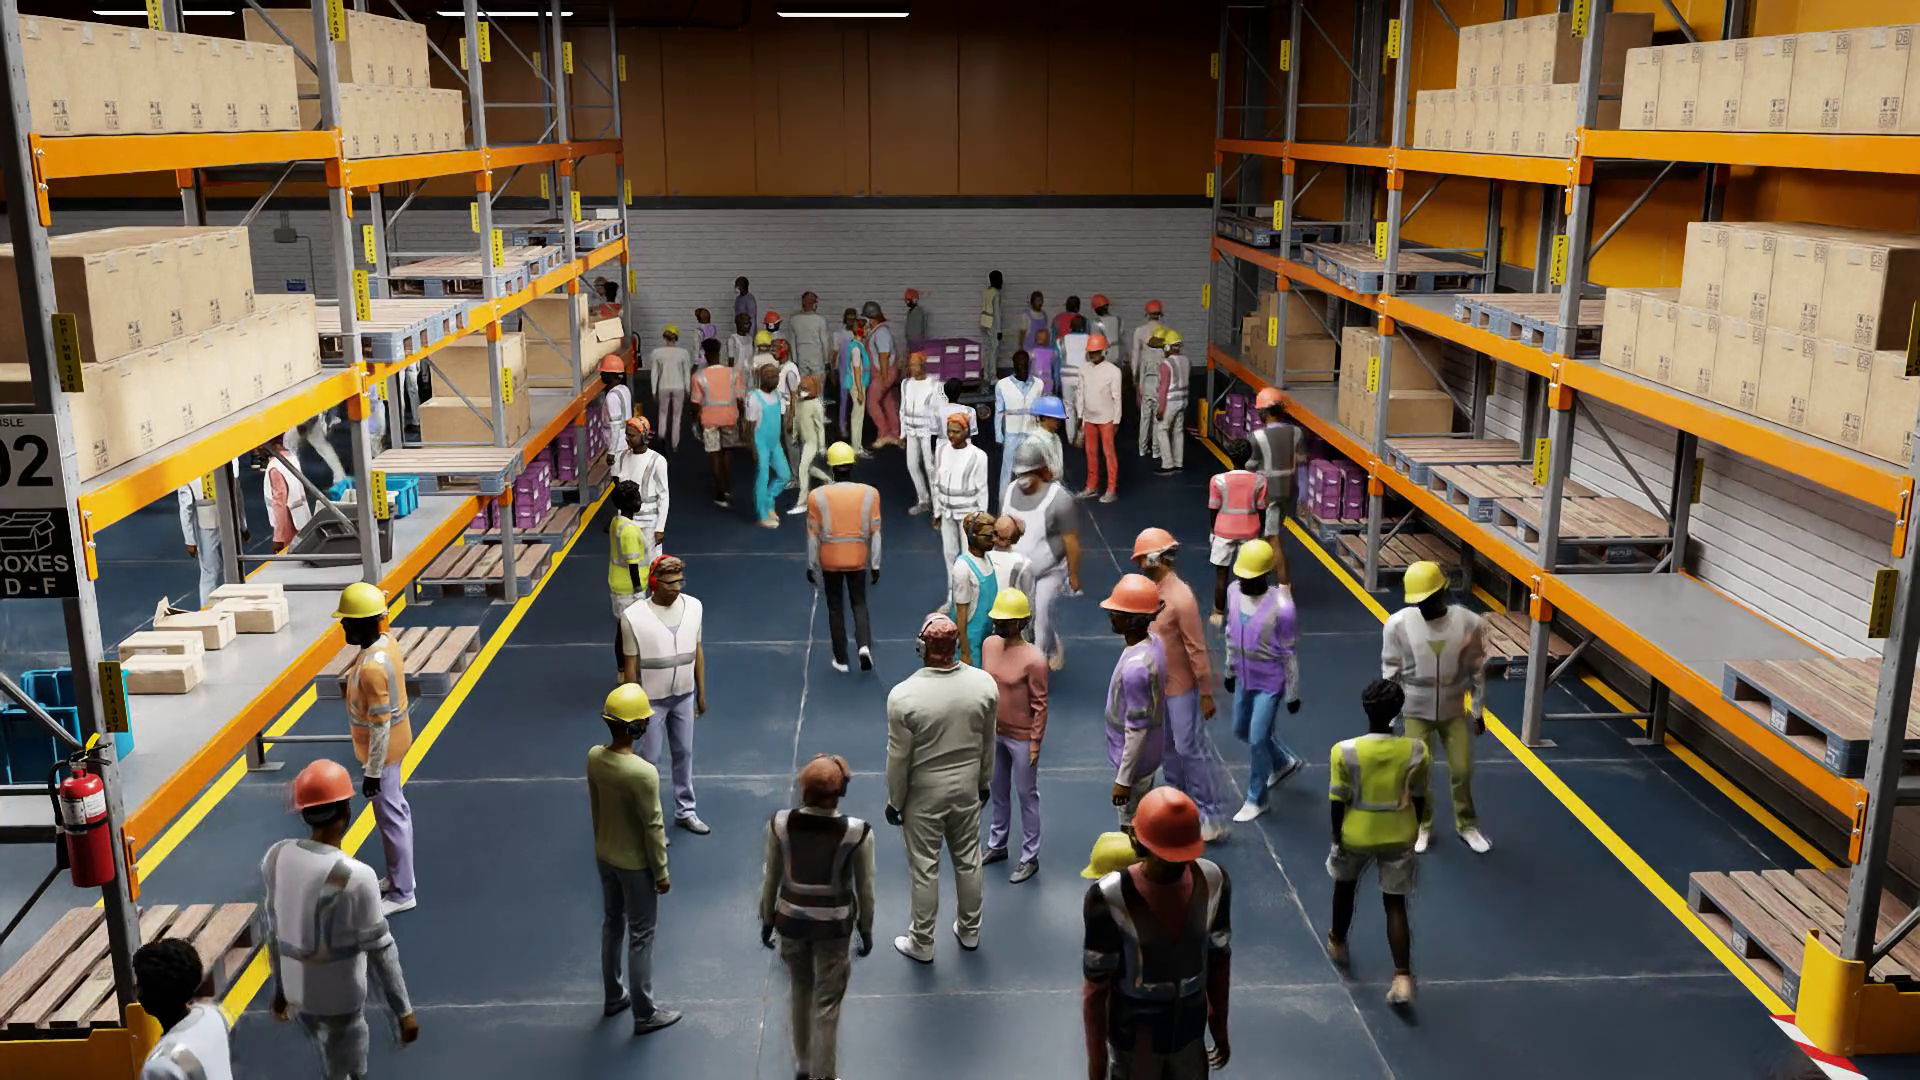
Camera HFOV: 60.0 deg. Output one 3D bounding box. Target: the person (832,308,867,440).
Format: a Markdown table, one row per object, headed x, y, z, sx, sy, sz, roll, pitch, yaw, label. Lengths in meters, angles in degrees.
| x | y | z | sx | sy | sz | roll | pitch | yaw | label |
| --- | --- | --- | --- | --- | --- | --- | --- | --- | --- |
| -1.514 | -2.336 | 23.342 | 0.528 | 1.817 | 0.641 | -4 | 15 | -14 | person |

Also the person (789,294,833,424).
| x | y | z | sx | sy | sz | roll | pitch | yaw | label |
| --- | --- | --- | --- | --- | --- | --- | --- | --- | --- |
| -2.167 | -2.648 | 24.372 | 0.642 | 1.913 | 0.410 | 6 | 16 | 23 | person |

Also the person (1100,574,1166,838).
| x | y | z | sx | sy | sz | roll | pitch | yaw | label |
| --- | --- | --- | --- | --- | --- | --- | --- | --- | --- |
| 0.934 | 1.175 | 9.095 | 0.368 | 2.048 | 0.607 | 3 | 15 | 12 | person |

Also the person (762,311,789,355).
| x | y | z | sx | sy | sz | roll | pitch | yaw | label |
| --- | --- | --- | --- | --- | --- | --- | --- | --- | --- |
| -2.634 | -2.374 | 23.635 | 0.348 | 1.743 | 0.554 | 6 | 15 | 22 | person |

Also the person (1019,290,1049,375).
| x | y | z | sx | sy | sz | roll | pitch | yaw | label |
| --- | --- | --- | --- | --- | --- | --- | --- | --- | --- |
| 1.130 | -2.956 | 25.745 | 0.527 | 1.829 | 0.513 | -9 | 17 | -33 | person |

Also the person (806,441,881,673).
| x | y | z | sx | sy | sz | roll | pitch | yaw | label |
| --- | --- | --- | --- | --- | --- | --- | --- | --- | --- |
| -0.929 | 0.160 | 13.352 | 0.589 | 1.908 | 0.467 | -4 | 15 | -16 | person |

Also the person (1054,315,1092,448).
| x | y | z | sx | sy | sz | roll | pitch | yaw | label |
| --- | --- | --- | --- | --- | --- | --- | --- | --- | --- |
| 1.589 | -2.149 | 22.642 | 0.629 | 1.816 | 0.809 | 2 | 14 | 7 | person |

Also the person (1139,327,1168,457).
| x | y | z | sx | sy | sz | roll | pitch | yaw | label |
| --- | --- | --- | --- | --- | --- | --- | --- | --- | --- |
| 2.604 | -1.956 | 22.022 | 0.490 | 1.729 | 0.324 | 10 | 18 | 35 | person |

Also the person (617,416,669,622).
| x | y | z | sx | sy | sz | roll | pitch | yaw | label |
| --- | --- | --- | --- | --- | --- | --- | --- | --- | --- |
| -2.803 | -0.155 | 14.645 | 0.576 | 1.882 | 0.355 | 10 | 17 | 33 | person |

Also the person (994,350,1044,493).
| x | y | z | sx | sy | sz | roll | pitch | yaw | label |
| --- | --- | --- | --- | --- | --- | --- | --- | --- | --- |
| 0.656 | -1.172 | 18.567 | 0.597 | 1.916 | 0.370 | -6 | 15 | -22 | person |

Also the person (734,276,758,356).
| x | y | z | sx | sy | sz | roll | pitch | yaw | label |
| --- | --- | --- | --- | --- | --- | --- | --- | --- | --- |
| -3.458 | -3.297 | 26.889 | 0.365 | 1.932 | 0.630 | -7 | 16 | -24 | person |

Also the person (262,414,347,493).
| x | y | z | sx | sy | sz | roll | pitch | yaw | label |
| --- | --- | --- | --- | --- | --- | --- | --- | --- | --- |
| -7.839 | -1.469 | 19.835 | 1.054 | 1.875 | 0.634 | 1 | 14 | 2 | person |

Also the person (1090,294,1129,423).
| x | y | z | sx | sy | sz | roll | pitch | yaw | label |
| --- | --- | --- | --- | --- | --- | --- | --- | --- | --- |
| 2.146 | -2.677 | 24.540 | 0.609 | 1.886 | 0.762 | -8 | 16 | -28 | person |

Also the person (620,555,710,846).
| x | y | z | sx | sy | sz | roll | pitch | yaw | label |
| --- | --- | --- | --- | --- | --- | --- | --- | --- | --- |
| -1.827 | 0.974 | 10.308 | 0.562 | 1.836 | 0.395 | -13 | 19 | -40 | person |

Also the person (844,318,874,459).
| x | y | z | sx | sy | sz | roll | pitch | yaw | label |
| --- | --- | --- | --- | --- | --- | --- | --- | --- | --- |
| -1.341 | -1.997 | 21.937 | 0.387 | 1.849 | 0.566 | -1 | 14 | -4 | person |

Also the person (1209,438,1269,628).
| x | y | z | sx | sy | sz | roll | pitch | yaw | label |
| --- | --- | --- | --- | --- | --- | --- | --- | --- | --- |
| 2.441 | -0.056 | 14.638 | 0.531 | 1.690 | 0.318 | 0 | 14 | 1 | person |

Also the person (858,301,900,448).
| x | y | z | sx | sy | sz | roll | pitch | yaw | label |
| --- | --- | --- | --- | --- | --- | --- | --- | --- | --- |
| -1.090 | -2.267 | 22.619 | 0.585 | 2.000 | 0.707 | -1 | 14 | -5 | person |

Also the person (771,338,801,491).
| x | y | z | sx | sy | sz | roll | pitch | yaw | label |
| --- | --- | --- | --- | --- | --- | --- | --- | --- | --- |
| -2.074 | -1.517 | 20.068 | 0.375 | 1.841 | 0.567 | -5 | 15 | -19 | person |

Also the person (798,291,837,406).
| x | y | z | sx | sy | sz | roll | pitch | yaw | label |
| --- | --- | --- | --- | --- | --- | --- | --- | --- | --- |
| -2.253 | -2.920 | 25.628 | 0.800 | 1.822 | 0.486 | -10 | 17 | -35 | person |

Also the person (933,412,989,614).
| x | y | z | sx | sy | sz | roll | pitch | yaw | label |
| --- | --- | --- | --- | --- | --- | --- | --- | --- | --- |
| -0.002 | -0.219 | 14.915 | 0.587 | 1.877 | 0.362 | 12 | 18 | 39 | person |

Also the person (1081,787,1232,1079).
| x | y | z | sx | sy | sz | roll | pitch | yaw | label |
| --- | --- | --- | --- | --- | --- | --- | --- | --- | --- |
| 0.763 | 1.885 | 6.358 | 0.611 | 2.030 | 0.409 | -5 | 15 | -19 | person |

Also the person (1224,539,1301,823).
| x | y | z | sx | sy | sz | roll | pitch | yaw | label |
| --- | --- | --- | --- | --- | --- | --- | --- | --- | --- |
| 1.956 | 0.869 | 10.613 | 0.745 | 1.892 | 0.623 | -9 | 17 | -32 | person |

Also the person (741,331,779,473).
| x | y | z | sx | sy | sz | roll | pitch | yaw | label |
| --- | --- | --- | --- | --- | --- | --- | --- | --- | --- |
| -2.506 | -1.762 | 21.153 | 0.585 | 1.787 | 0.934 | -7 | 16 | -25 | person |

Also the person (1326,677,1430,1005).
| x | y | z | sx | sy | sz | roll | pitch | yaw | label |
| --- | --- | --- | --- | --- | --- | --- | --- | --- | --- |
| 2.138 | 1.518 | 8.506 | 0.528 | 1.660 | 0.809 | 1 | 14 | 4 | person |

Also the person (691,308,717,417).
| x | y | z | sx | sy | sz | roll | pitch | yaw | label |
| --- | --- | --- | --- | --- | --- | --- | --- | --- | --- |
| -3.827 | -2.657 | 24.956 | 0.321 | 1.637 | 0.534 | 7 | 16 | 26 | person |

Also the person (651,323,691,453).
| x | y | z | sx | sy | sz | roll | pitch | yaw | label |
| --- | --- | --- | --- | --- | --- | --- | --- | --- | --- |
| -3.866 | -2.027 | 22.284 | 0.527 | 1.745 | 0.394 | -1 | 14 | -4 | person |

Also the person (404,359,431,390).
| x | y | z | sx | sy | sz | roll | pitch | yaw | label |
| --- | --- | --- | --- | --- | --- | --- | --- | --- | --- |
| -9.033 | -3.410 | 27.449 | 0.571 | 1.877 | 0.353 | -2 | 14 | -9 | person |

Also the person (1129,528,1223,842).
| x | y | z | sx | sy | sz | roll | pitch | yaw | label |
| --- | --- | --- | --- | --- | --- | --- | --- | --- | --- |
| 1.348 | 0.899 | 10.387 | 0.504 | 1.943 | 0.735 | -5 | 15 | -19 | person |

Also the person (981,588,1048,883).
| x | y | z | sx | sy | sz | roll | pitch | yaw | label |
| --- | --- | --- | --- | --- | --- | --- | --- | --- | --- |
| 0.292 | 1.137 | 9.799 | 0.525 | 1.772 | 0.309 | 14 | 20 | 43 | person |

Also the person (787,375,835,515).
| x | y | z | sx | sy | sz | roll | pitch | yaw | label |
| --- | --- | --- | --- | --- | --- | --- | --- | --- | --- |
| -1.655 | -1.108 | 18.938 | 0.703 | 1.601 | 0.518 | -9 | 17 | -31 | person |

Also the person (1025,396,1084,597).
| x | y | z | sx | sy | sz | roll | pitch | yaw | label |
| --- | --- | --- | --- | --- | --- | --- | --- | --- | --- |
| 0.733 | -0.404 | 15.570 | 0.812 | 1.920 | 0.614 | 7 | 16 | 27 | person |
